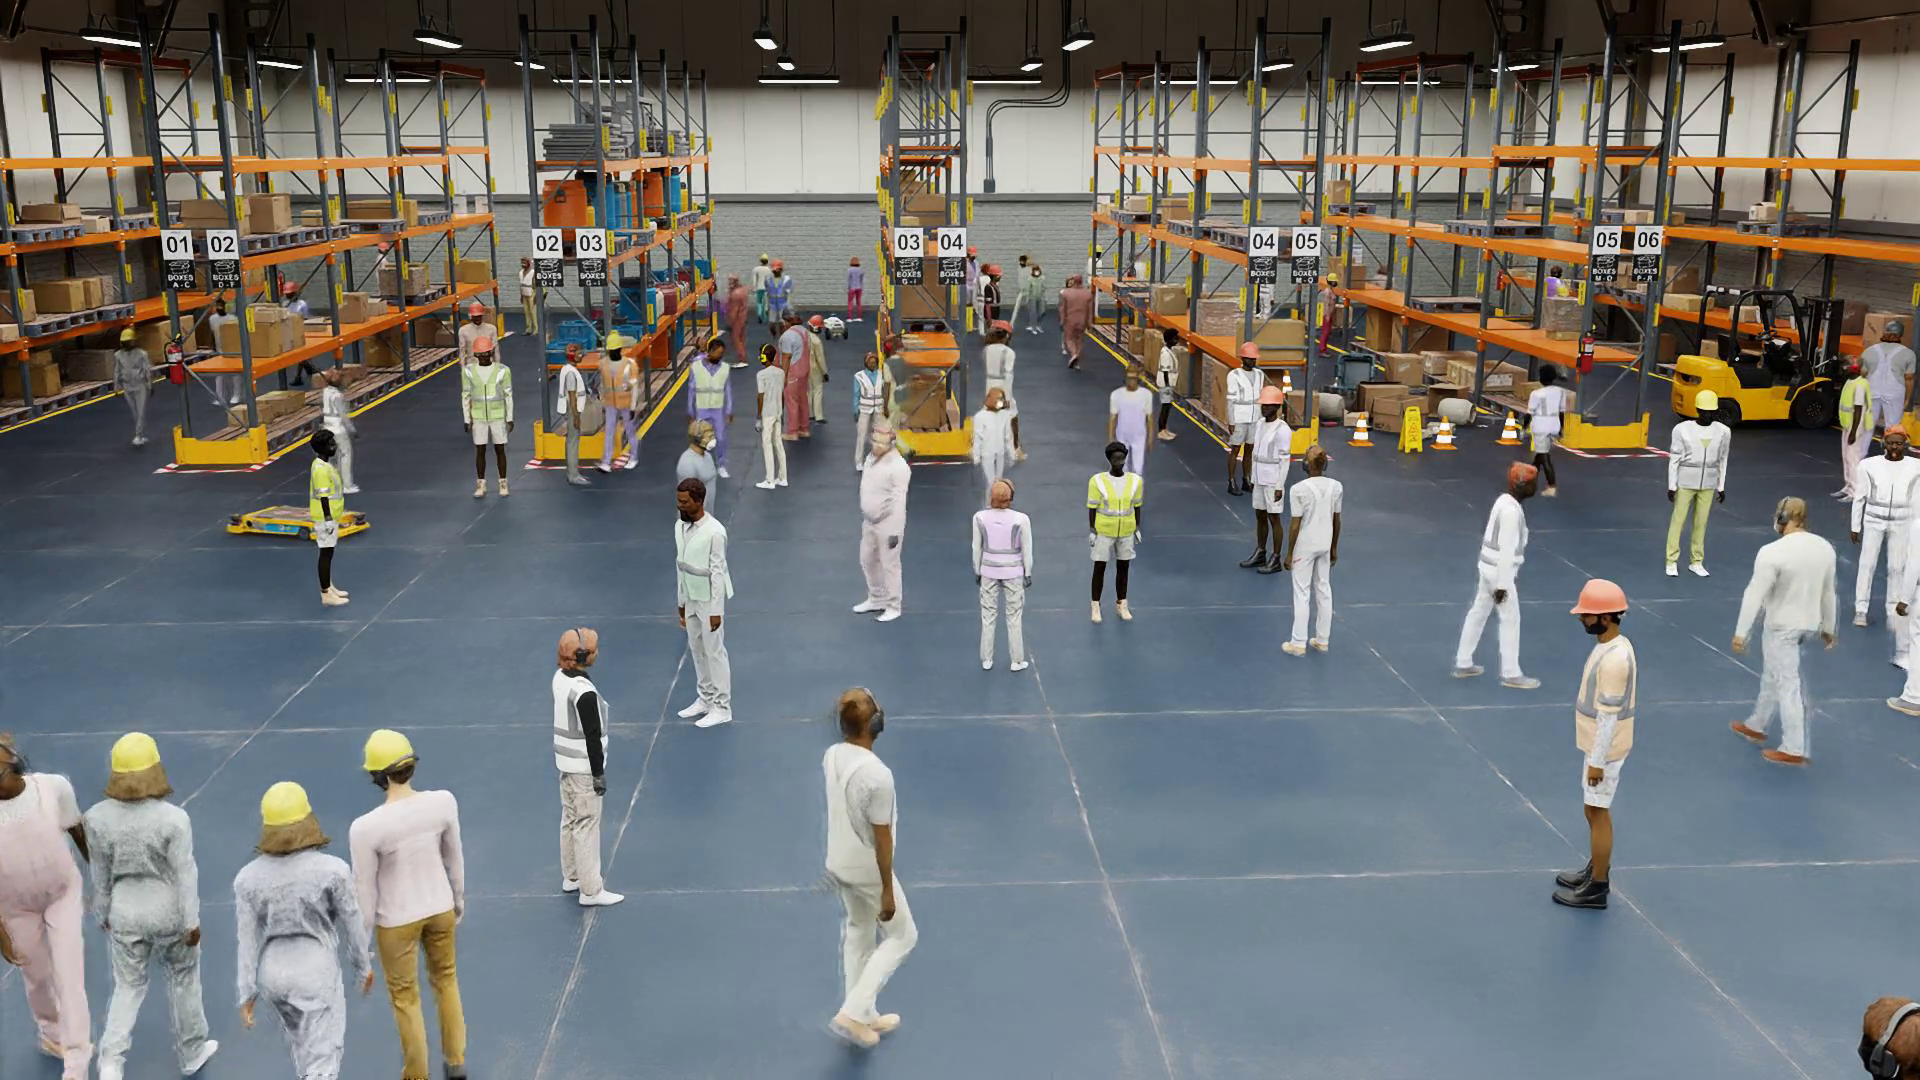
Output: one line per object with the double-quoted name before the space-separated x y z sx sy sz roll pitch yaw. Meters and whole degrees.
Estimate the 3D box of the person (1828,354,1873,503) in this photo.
"person" 11.035 -1.375 20.559 0.404 1.831 0.578 4 14 15

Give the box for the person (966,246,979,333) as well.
"person" 0.265 -5.956 39.511 0.394 2.037 0.605 9 16 33

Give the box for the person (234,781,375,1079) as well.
"person" -2.808 1.899 7.002 0.502 1.705 0.875 0 13 1

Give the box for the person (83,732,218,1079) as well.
"person" -3.748 1.739 7.611 0.499 1.722 0.695 -1 13 -2

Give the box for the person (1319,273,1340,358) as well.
"person" 7.721 -4.688 34.740 0.340 1.757 0.517 6 15 25

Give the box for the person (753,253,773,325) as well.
"person" -4.840 -6.219 41.218 0.560 1.749 0.426 1 13 6

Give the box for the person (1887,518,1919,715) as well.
"person" 7.503 0.426 12.797 0.575 1.885 0.355 -1 13 -6

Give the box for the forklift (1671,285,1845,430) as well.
"forklift" 12.503 -2.886 26.166 2.313 2.155 1.214 -1 13 -3

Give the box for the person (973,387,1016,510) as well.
"person" 0.423 -0.954 19.217 0.524 1.614 0.524 -10 16 -35

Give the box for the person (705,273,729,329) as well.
"person" -5.859 -5.886 39.956 0.915 1.696 0.569 0 13 0

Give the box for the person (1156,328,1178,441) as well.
"person" 3.106 -2.333 24.916 0.320 1.685 0.539 3 14 13

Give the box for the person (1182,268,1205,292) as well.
"person" 5.112 -5.081 36.417 0.535 1.745 0.617 -1 13 -3

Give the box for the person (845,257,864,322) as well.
"person" -2.652 -6.295 41.826 0.520 1.623 0.341 -8 15 -30

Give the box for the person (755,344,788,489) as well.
"person" -2.442 -1.588 21.397 0.328 1.862 0.501 8 16 32

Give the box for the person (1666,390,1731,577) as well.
"person" 7.515 -0.575 16.946 0.588 1.928 0.384 1 13 3

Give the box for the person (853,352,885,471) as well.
"person" -1.206 -1.743 22.543 0.516 1.627 0.350 -6 14 -22

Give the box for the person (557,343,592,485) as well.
"person" -5.042 -1.643 21.642 0.395 1.847 0.564 -4 14 -15

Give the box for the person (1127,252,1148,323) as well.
"person" 4.340 -6.086 40.435 0.811 1.866 0.691 10 16 35

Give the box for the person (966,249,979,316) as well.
"person" 0.269 -6.666 43.148 0.349 1.743 0.563 8 16 31

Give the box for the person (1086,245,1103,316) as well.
"person" 3.405 -6.455 41.855 0.388 1.926 0.590 -7 15 -27

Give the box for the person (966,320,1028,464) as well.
"person" 0.491 -2.037 23.027 0.605 1.993 0.926 13 18 43

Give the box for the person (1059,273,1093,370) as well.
"person" 2.279 -4.305 32.814 0.674 1.892 0.421 -2 13 -10

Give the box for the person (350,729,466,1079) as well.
"person" -2.532 1.715 7.640 0.365 1.754 0.537 12 18 42

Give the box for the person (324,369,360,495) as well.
"person" -7.848 -1.378 21.045 0.377 1.604 0.616 -10 16 -36

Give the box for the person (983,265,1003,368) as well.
"person" 0.668 -4.452 33.120 0.396 2.044 0.609 4 14 15

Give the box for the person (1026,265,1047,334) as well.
"person" 1.802 -5.640 39.049 0.537 1.619 0.388 -4 14 -18

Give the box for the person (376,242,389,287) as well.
"person" -14.550 -6.533 42.075 0.403 1.988 0.623 -6 15 -26

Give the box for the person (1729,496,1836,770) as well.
"person" 5.866 0.627 11.927 0.745 1.883 0.905 -5 14 -21

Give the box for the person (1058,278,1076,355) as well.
"person" 2.327 -4.739 35.220 0.520 1.633 0.313 -4 14 -17

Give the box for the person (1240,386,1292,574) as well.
"person" 3.160 -0.622 17.114 0.343 1.942 0.548 -6 15 -25

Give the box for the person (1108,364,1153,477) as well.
"person" 1.994 -1.156 19.639 0.525 1.813 0.770 3 14 11

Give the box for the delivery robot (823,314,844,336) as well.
"delivery robot" -2.904 -4.937 38.167 0.477 0.478 0.707 -5 14 -21

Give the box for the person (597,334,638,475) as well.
"person" -4.604 -1.826 22.357 0.595 1.870 0.976 3 14 12

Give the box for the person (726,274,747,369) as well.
"person" -4.445 -4.343 33.045 0.422 1.875 0.739 1 13 6

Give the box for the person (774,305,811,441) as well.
"person" -2.529 -2.526 24.970 0.535 2.000 0.684 5 14 21

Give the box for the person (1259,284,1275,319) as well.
"person" 7.072 -5.584 38.278 0.359 1.880 0.575 -3 14 -13
